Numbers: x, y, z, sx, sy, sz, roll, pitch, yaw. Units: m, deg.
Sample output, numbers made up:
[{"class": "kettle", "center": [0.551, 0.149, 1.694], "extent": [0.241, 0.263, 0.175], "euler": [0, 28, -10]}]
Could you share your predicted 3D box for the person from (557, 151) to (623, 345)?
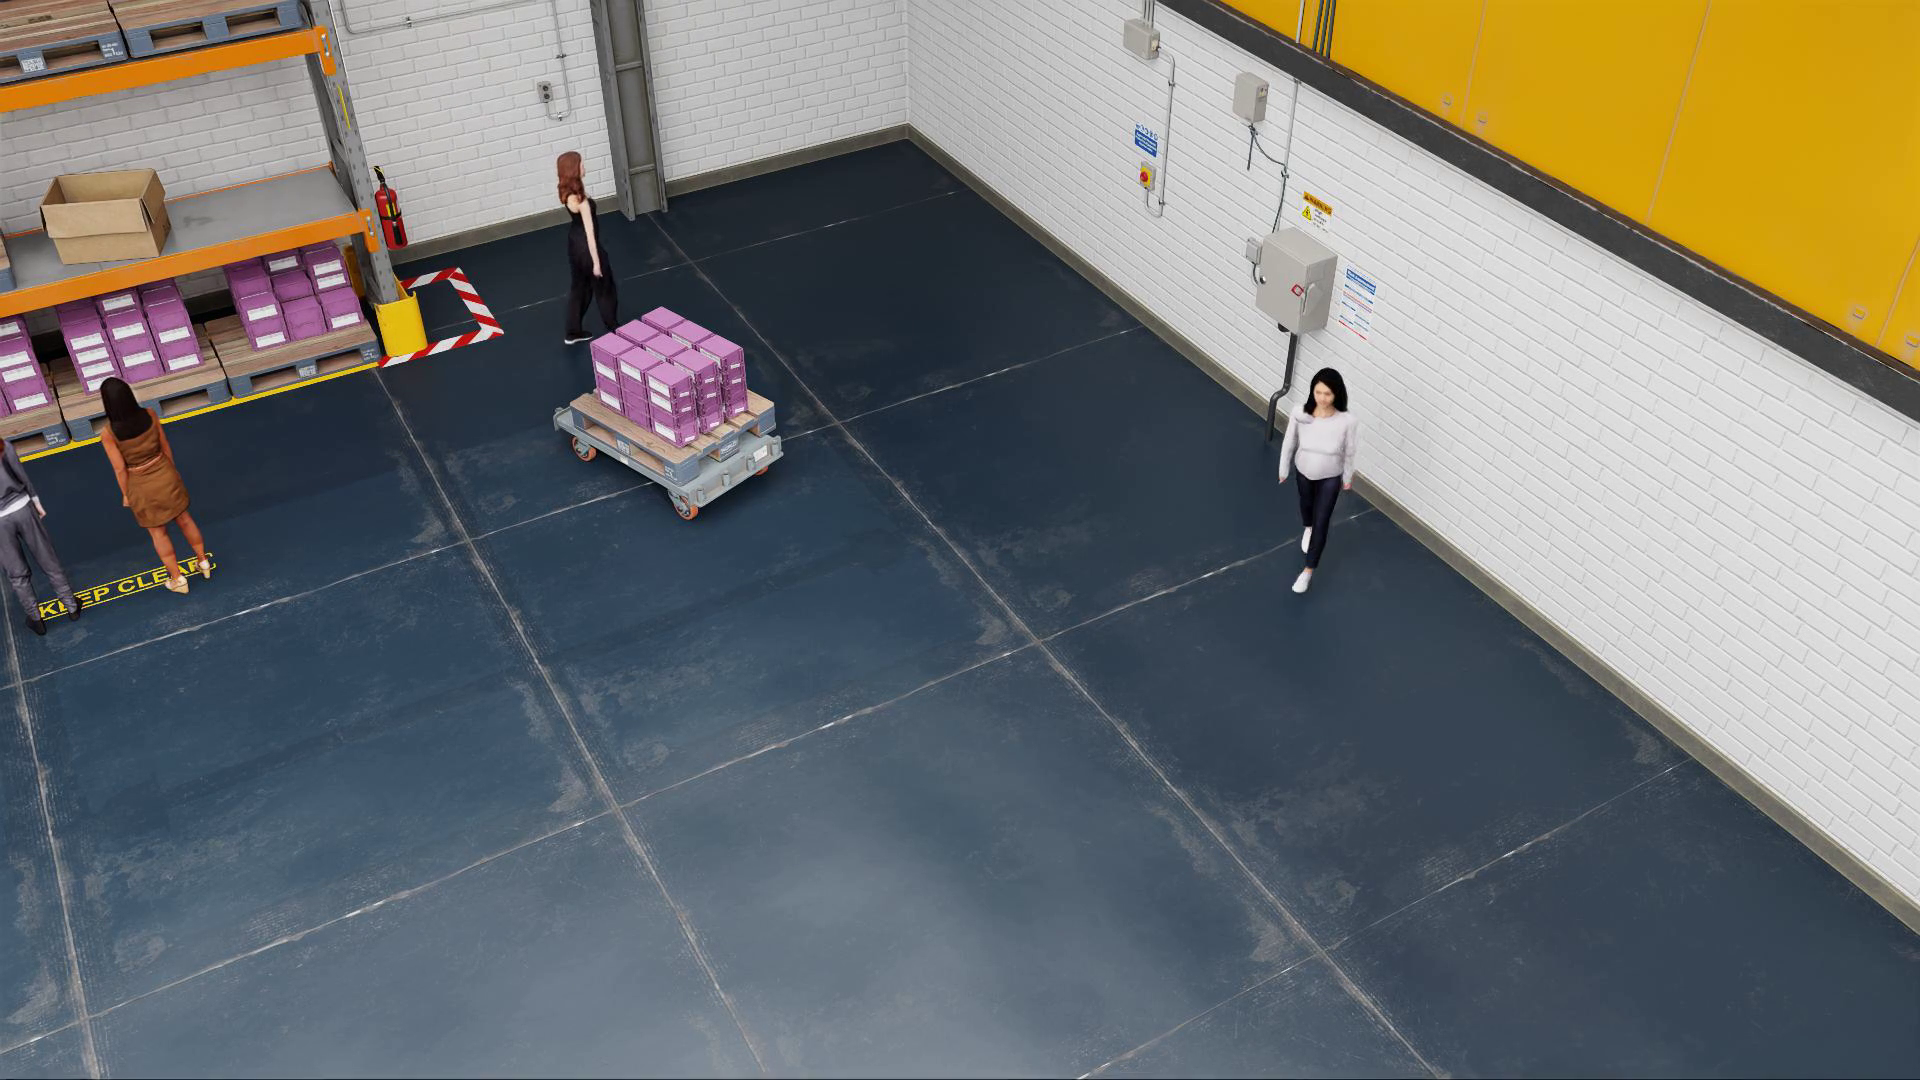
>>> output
[{"class": "person", "center": [-3.133, -2.374, 13.658], "extent": [0.834, 1.743, 0.634], "euler": [-24, 45, -27]}]

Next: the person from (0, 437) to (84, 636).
[{"class": "person", "center": [-6.193, -0.133, 10.823], "extent": [0.472, 1.779, 0.665], "euler": [-25, 45, -28]}]

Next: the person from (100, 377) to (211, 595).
[{"class": "person", "center": [-5.437, -0.366, 11.187], "extent": [0.705, 1.688, 0.587], "euler": [23, 44, 26]}]

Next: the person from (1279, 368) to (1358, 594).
[{"class": "person", "center": [2.478, -0.501, 11.377], "extent": [1.007, 1.662, 1.128], "euler": [12, 40, 15]}]
